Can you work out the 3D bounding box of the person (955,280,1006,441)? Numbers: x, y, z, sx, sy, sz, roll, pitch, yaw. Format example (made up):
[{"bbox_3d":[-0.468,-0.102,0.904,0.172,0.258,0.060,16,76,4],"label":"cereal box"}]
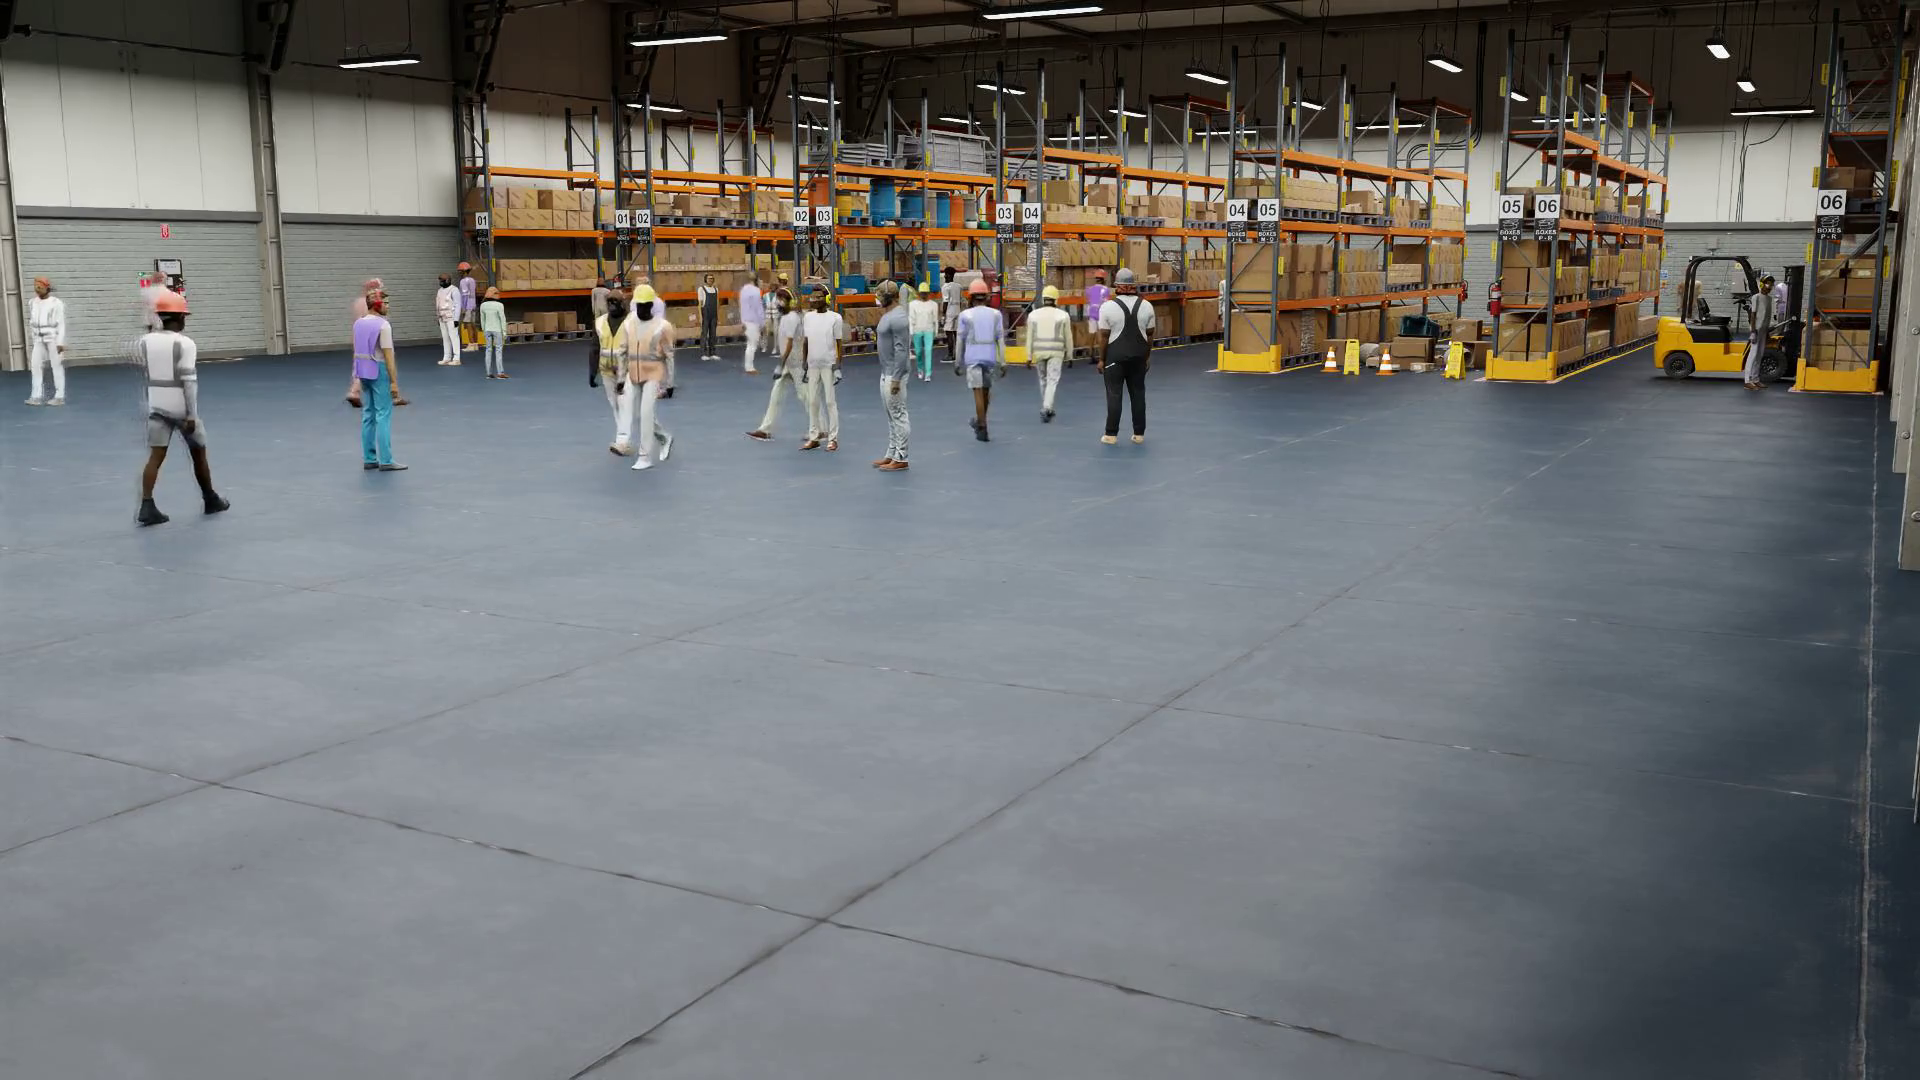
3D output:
[{"bbox_3d":[0.216,-2.151,19.872,0.583,1.883,0.985,-3,10,-18],"label":"person"}]

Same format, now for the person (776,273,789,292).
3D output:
[{"bbox_3d":[-4.296,-5.588,40.381,0.523,1.760,0.327,9,13,43],"label":"person"}]

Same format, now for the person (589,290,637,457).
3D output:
[{"bbox_3d":[-3.768,-1.812,18.150,0.642,1.799,0.896,3,10,15],"label":"person"}]

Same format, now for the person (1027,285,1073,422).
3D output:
[{"bbox_3d":[1.175,-2.464,21.993,0.606,1.800,0.892,3,10,19],"label":"person"}]

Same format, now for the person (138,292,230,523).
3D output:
[{"bbox_3d":[-6.496,-1.091,13.723,0.538,1.890,1.008,2,10,11],"label":"person"}]

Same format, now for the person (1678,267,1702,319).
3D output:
[{"bbox_3d":[18.339,-5.916,41.824,0.556,1.924,0.543,5,11,29],"label":"person"}]

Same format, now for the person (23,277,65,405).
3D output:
[{"bbox_3d":[-13.311,-2.868,24.112,0.612,1.869,0.696,2,10,12],"label":"person"}]

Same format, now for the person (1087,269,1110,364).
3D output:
[{"bbox_3d":[2.877,-4.516,33.689,0.569,1.896,0.930,7,12,35],"label":"person"}]

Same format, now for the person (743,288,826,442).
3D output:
[{"bbox_3d":[-2.027,-2.031,19.425,0.980,1.806,0.504,-5,11,-25],"label":"person"}]

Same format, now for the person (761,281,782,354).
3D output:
[{"bbox_3d":[-4.165,-4.917,36.875,0.525,1.611,0.590,3,10,14],"label":"person"}]

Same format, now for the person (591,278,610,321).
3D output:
[{"bbox_3d":[-9.181,-5.899,42.597,0.494,1.624,0.279,-1,10,-7],"label":"person"}]

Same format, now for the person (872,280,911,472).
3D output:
[{"bbox_3d":[-0.684,-1.661,16.875,0.372,1.935,0.627,-2,10,-12],"label":"person"}]

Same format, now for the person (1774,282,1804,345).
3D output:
[{"bbox_3d":[18.400,-5.079,36.954,0.582,1.918,0.405,5,11,25],"label":"person"}]

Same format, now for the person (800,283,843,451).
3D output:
[{"bbox_3d":[-1.557,-1.928,18.628,0.513,1.872,0.328,4,10,22],"label":"person"}]

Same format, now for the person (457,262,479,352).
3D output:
[{"bbox_3d":[-11.214,-5.292,37.814,0.395,2.042,0.611,1,10,6],"label":"person"}]

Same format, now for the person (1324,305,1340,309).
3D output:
[{"bbox_3d":[9.950,-6.232,44.250,0.503,1.727,0.431,8,13,39],"label":"person"}]

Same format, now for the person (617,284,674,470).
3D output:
[{"bbox_3d":[-3.208,-1.705,17.256,0.588,1.897,0.850,5,11,25],"label":"person"}]

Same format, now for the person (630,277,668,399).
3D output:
[{"bbox_3d":[-4.767,-3.038,25.170,0.664,1.852,0.986,5,11,26],"label":"person"}]

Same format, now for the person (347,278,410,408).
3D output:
[{"bbox_3d":[-8.456,-2.844,24.004,0.643,1.869,0.937,5,11,27],"label":"person"}]

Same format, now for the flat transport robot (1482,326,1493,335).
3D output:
[{"bbox_3d":[14.502,-5.778,45.843,0.652,0.197,1.431,3,10,16],"label":"flat transport robot"}]

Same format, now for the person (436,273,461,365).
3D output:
[{"bbox_3d":[-10.237,-4.409,33.241,0.633,1.839,0.429,8,12,38],"label":"person"}]

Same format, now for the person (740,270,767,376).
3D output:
[{"bbox_3d":[-3.758,-3.935,30.241,0.476,1.924,0.647,-5,11,-28],"label":"person"}]

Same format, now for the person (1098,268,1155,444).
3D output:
[{"bbox_3d":[1.894,-2.141,19.377,0.678,2.000,0.537,-3,10,-15],"label":"person"}]

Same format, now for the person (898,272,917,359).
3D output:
[{"bbox_3d":[-1.082,-4.755,35.261,0.430,1.844,0.624,2,10,11],"label":"person"}]

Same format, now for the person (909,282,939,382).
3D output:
[{"bbox_3d":[-0.632,-3.650,29.086,0.520,1.739,0.795,0,10,2],"label":"person"}]

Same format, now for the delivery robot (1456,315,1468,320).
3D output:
[{"bbox_3d":[13.670,-5.937,45.666,0.707,0.478,0.477,-2,10,-14],"label":"delivery robot"}]

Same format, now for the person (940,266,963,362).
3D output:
[{"bbox_3d":[-0.185,-4.620,34.101,0.373,1.966,0.607,8,12,38],"label":"person"}]

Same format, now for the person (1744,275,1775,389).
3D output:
[{"bbox_3d":[13.161,-3.408,27.315,0.519,1.864,0.335,-7,12,-34],"label":"person"}]

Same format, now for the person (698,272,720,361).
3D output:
[{"bbox_3d":[-5.240,-4.669,34.746,0.327,1.843,0.515,9,13,42],"label":"person"}]

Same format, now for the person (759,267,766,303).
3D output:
[{"bbox_3d":[-5.296,-6.403,44.793,0.576,1.882,0.362,6,11,31],"label":"person"}]

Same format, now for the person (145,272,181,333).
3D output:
[{"bbox_3d":[-14.929,-4.095,31.323,0.676,1.862,0.930,5,11,28],"label":"person"}]

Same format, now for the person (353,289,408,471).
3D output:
[{"bbox_3d":[-5.930,-1.616,16.877,0.567,1.841,0.375,7,12,37],"label":"person"}]

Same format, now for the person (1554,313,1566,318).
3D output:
[{"bbox_3d":[16.096,-6.343,44.491,0.876,1.869,0.641,2,10,11],"label":"person"}]

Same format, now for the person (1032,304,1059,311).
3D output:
[{"bbox_3d":[1.933,-5.196,37.597,0.632,1.931,0.374,0,10,-1],"label":"person"}]

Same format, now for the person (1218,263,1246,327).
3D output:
[{"bbox_3d":[5.742,-4.831,35.157,0.606,2.035,0.403,5,11,29],"label":"person"}]

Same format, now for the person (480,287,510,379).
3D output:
[{"bbox_3d":[-8.286,-3.683,29.596,0.500,1.633,0.280,3,10,19],"label":"person"}]
